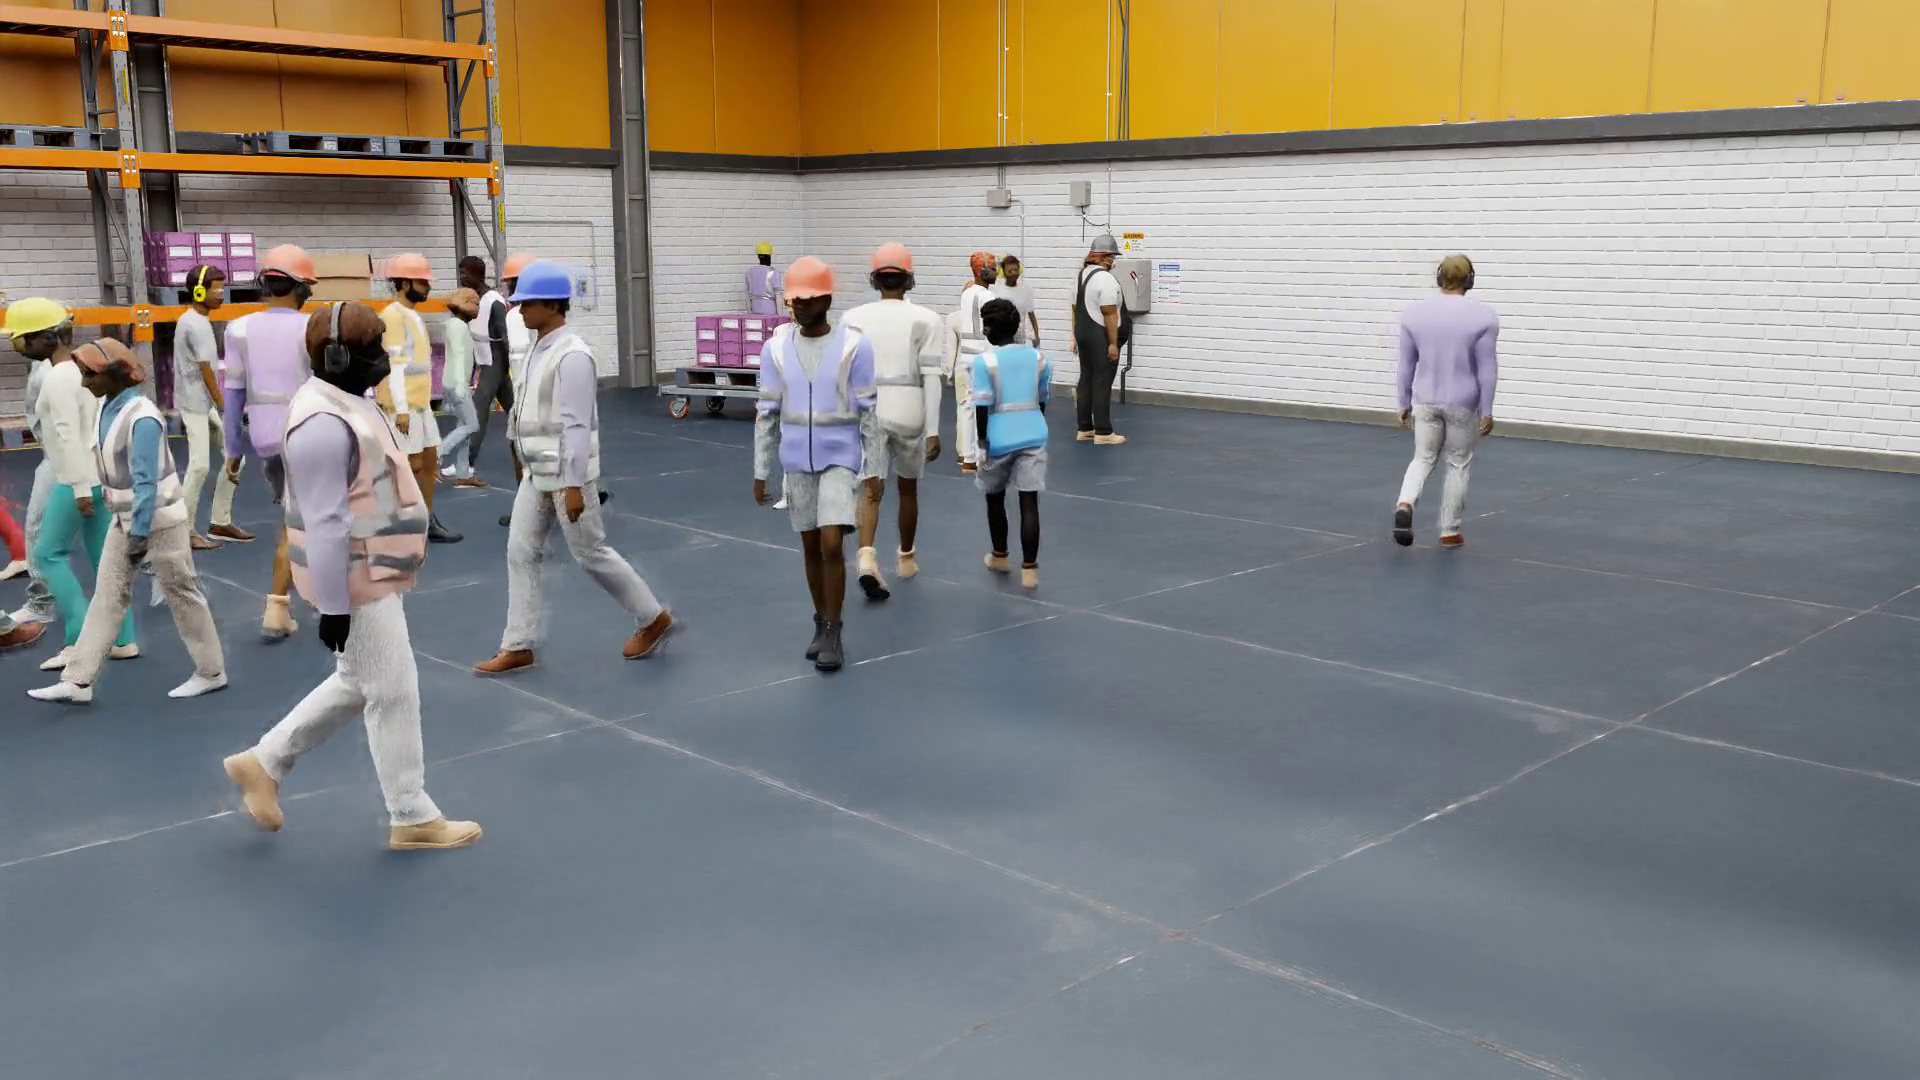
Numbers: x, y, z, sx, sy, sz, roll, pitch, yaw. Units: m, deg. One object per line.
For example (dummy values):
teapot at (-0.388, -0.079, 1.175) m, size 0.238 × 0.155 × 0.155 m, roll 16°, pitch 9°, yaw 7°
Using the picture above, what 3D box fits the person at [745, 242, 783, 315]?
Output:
person at (-2.689, -3.144, 22.988) m, size 0.588 × 1.930 × 0.364 m, roll 5°, pitch 12°, yaw 26°

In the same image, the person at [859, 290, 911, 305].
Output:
person at (-0.705, -1.793, 15.983) m, size 0.589 × 1.802 × 0.873 m, roll 8°, pitch 13°, yaw 37°

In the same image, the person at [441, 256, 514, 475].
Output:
person at (-3.964, -1.495, 14.237) m, size 1.006 × 1.861 × 0.606 m, roll -7°, pitch 12°, yaw -32°

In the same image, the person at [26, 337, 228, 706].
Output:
person at (-3.552, -0.058, 7.045) m, size 0.537 × 1.593 × 0.833 m, roll 9°, pitch 13°, yaw 39°

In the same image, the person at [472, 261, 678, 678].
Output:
person at (-1.789, -0.333, 7.715) m, size 0.937 × 1.916 × 0.613 m, roll -7°, pitch 13°, yaw -34°

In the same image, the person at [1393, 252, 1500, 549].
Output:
person at (3.066, -0.858, 10.570) m, size 0.634 × 1.917 × 0.690 m, roll 7°, pitch 13°, yaw 35°

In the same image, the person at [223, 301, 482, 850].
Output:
person at (-2.032, 0.136, 5.418) m, size 0.770 × 1.821 × 0.631 m, roll -2°, pitch 11°, yaw -10°

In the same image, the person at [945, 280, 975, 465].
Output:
person at (0.123, -1.473, 14.682) m, size 0.499 × 1.634 × 0.285 m, roll 1°, pitch 10°, yaw 7°

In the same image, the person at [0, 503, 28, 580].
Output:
person at (-5.851, -0.576, 9.570) m, size 0.907 × 1.722 × 0.524 m, roll -3°, pitch 11°, yaw -18°

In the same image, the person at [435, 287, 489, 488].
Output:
person at (-4.035, -1.211, 13.298) m, size 0.456 × 1.609 × 0.565 m, roll -3°, pitch 11°, yaw -15°

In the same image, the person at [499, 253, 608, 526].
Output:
person at (-2.835, -1.013, 11.442) m, size 0.754 × 1.909 × 0.578 m, roll 4°, pitch 11°, yaw 19°

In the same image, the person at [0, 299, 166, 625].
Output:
person at (-4.629, -0.414, 8.719) m, size 0.830 × 1.696 × 0.513 m, roll -5°, pitch 11°, yaw -25°

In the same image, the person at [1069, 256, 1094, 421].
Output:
person at (1.416, -2.216, 18.226) m, size 0.533 × 1.822 × 0.633 m, roll -7°, pitch 13°, yaw -34°

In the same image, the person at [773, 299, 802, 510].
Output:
person at (-1.154, -1.024, 12.227) m, size 0.523 × 1.636 × 0.310 m, roll 4°, pitch 11°, yaw 20°

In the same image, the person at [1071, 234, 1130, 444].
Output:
person at (1.403, -1.966, 16.264) m, size 0.535 × 2.000 × 0.684 m, roll -4°, pitch 11°, yaw -23°

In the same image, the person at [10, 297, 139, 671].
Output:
person at (-4.178, -0.259, 7.810) m, size 0.519 × 1.738 × 0.534 m, roll -2°, pitch 11°, yaw -9°

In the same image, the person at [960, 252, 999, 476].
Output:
person at (0.190, -1.474, 14.015) m, size 0.356 × 1.883 × 0.574 m, roll -5°, pitch 11°, yaw -23°

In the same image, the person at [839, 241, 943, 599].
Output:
person at (-0.413, -0.682, 9.417) m, size 0.616 × 2.004 × 1.031 m, roll 1°, pitch 10°, yaw 7°

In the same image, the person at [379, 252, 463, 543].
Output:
person at (-3.654, -0.904, 10.813) m, size 0.664 × 1.919 × 0.566 m, roll 1°, pitch 10°, yaw 3°

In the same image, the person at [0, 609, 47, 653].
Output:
person at (-4.865, -0.314, 7.708) m, size 0.646 × 1.888 × 1.011 m, roll 6°, pitch 12°, yaw 29°

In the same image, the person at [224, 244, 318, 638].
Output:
person at (-3.446, -0.520, 8.575) m, size 0.616 × 1.982 × 1.068 m, roll 1°, pitch 10°, yaw 5°

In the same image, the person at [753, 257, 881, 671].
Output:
person at (-0.693, -0.344, 7.745) m, size 0.582 × 1.912 × 0.704 m, roll 2°, pitch 11°, yaw 13°

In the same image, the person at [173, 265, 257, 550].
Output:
person at (-4.798, -0.826, 10.625) m, size 0.652 × 1.834 × 0.497 m, roll -4°, pitch 11°, yaw -19°

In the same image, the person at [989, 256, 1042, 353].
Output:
person at (0.579, -2.052, 17.384) m, size 0.566 × 1.800 × 1.014 m, roll -3°, pitch 11°, yaw -16°

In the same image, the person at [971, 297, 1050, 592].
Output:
person at (0.270, -0.561, 9.628) m, size 0.539 × 1.664 × 0.764 m, roll -3°, pitch 11°, yaw -17°
